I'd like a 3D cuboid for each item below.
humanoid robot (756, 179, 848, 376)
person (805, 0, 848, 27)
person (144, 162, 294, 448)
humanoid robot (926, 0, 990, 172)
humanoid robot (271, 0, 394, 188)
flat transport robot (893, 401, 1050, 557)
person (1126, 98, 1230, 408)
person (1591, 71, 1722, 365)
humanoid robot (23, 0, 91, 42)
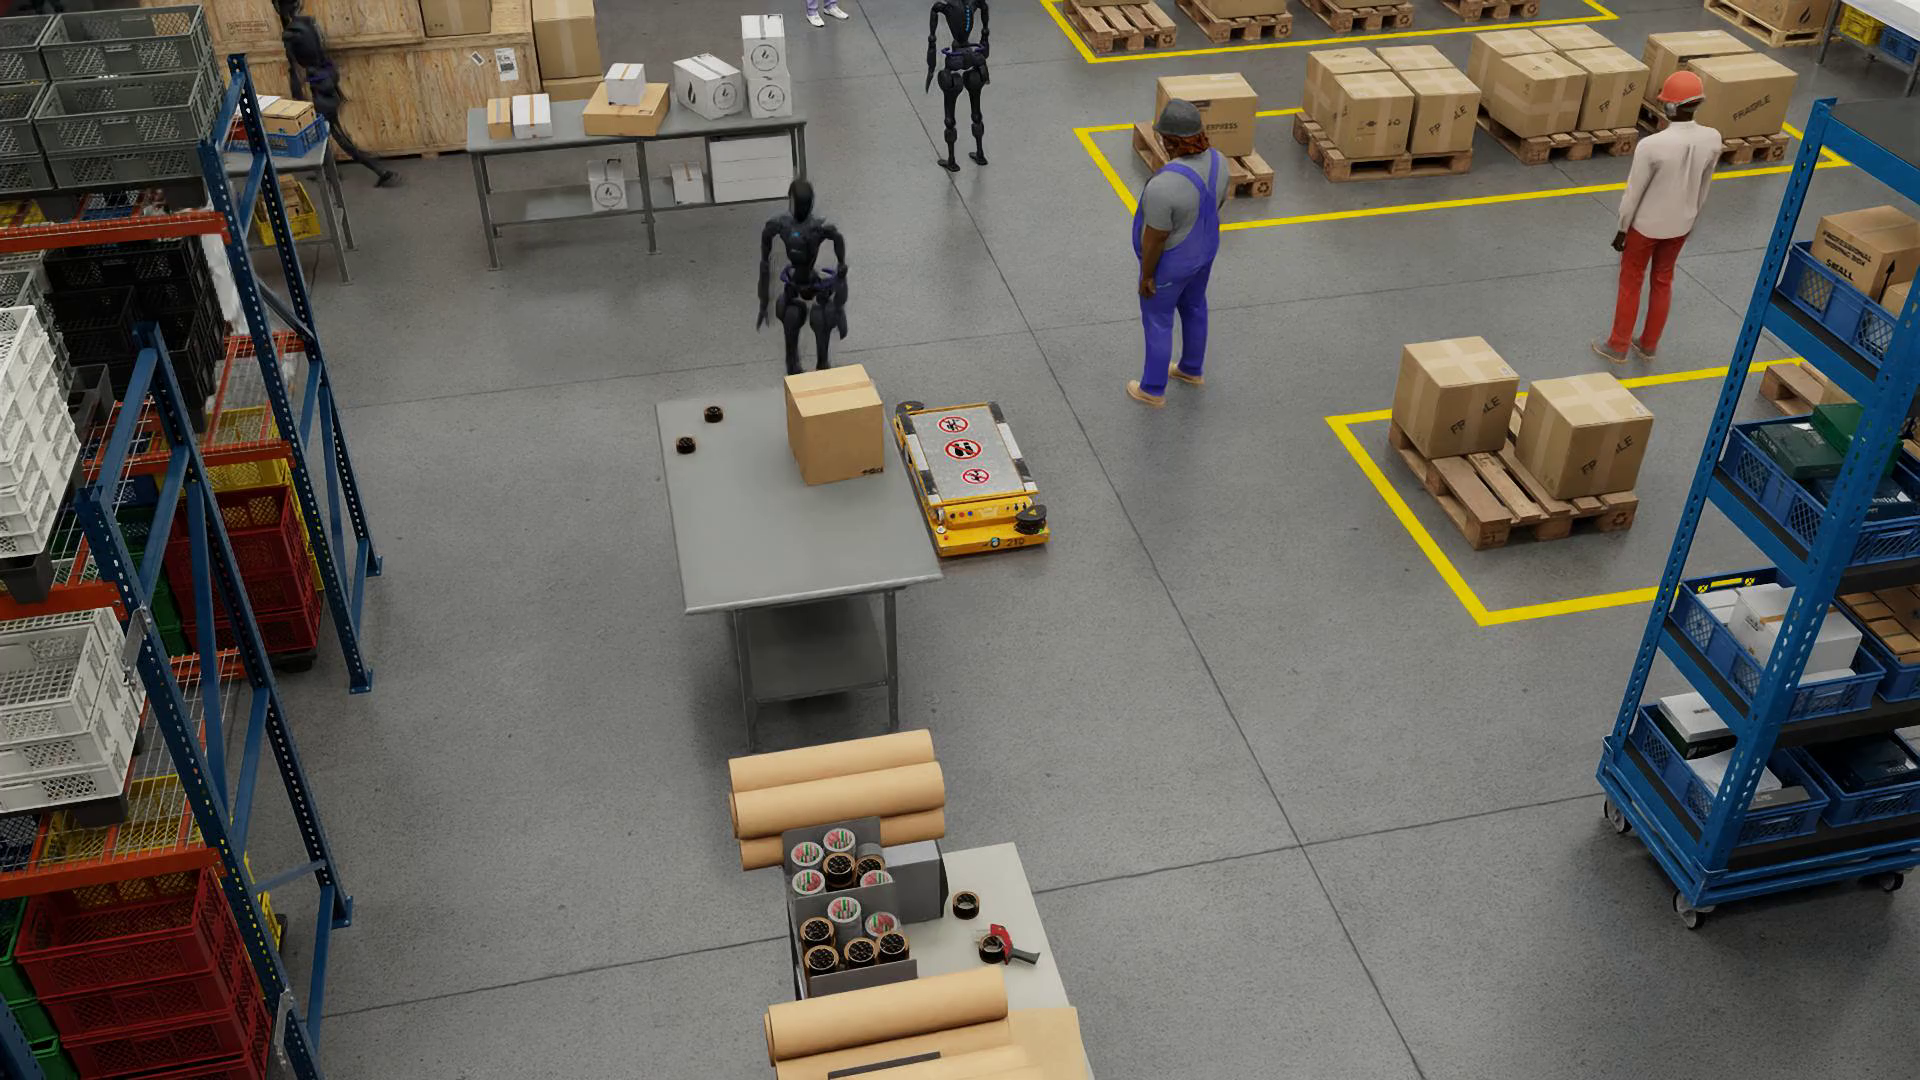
[{"bbox_3d":[-0.989,-1.472,10.351,0.610,1.643,0.392,10,38,13],"label":"humanoid robot"},{"bbox_3d":[-1.349,-6.040,16.291,0.584,1.918,0.373,-30,46,-34],"label":"person"},{"bbox_3d":[-4.647,-1.482,10.236,0.588,1.840,0.977,11,38,15],"label":"person"},{"bbox_3d":[0.003,-3.855,13.554,0.569,1.651,0.332,-17,40,-22],"label":"humanoid robot"},{"bbox_3d":[-5.005,-3.571,13.219,0.729,1.644,0.568,-3,37,-4],"label":"humanoid robot"},{"bbox_3d":[0.046,-0.430,10.108,0.652,0.197,1.431,-8,37,-10],"label":"flat transport robot"},{"bbox_3d":[1.334,-1.826,10.525,0.682,2.000,0.535,-29,45,-33],"label":"person"},{"bbox_3d":[4.577,-2.104,10.958,0.605,1.977,0.431,-7,37,-9],"label":"person"},{"bbox_3d":[-8.821,-5.522,15.817,0.538,1.655,0.574,-14,39,-18],"label":"humanoid robot"}]
